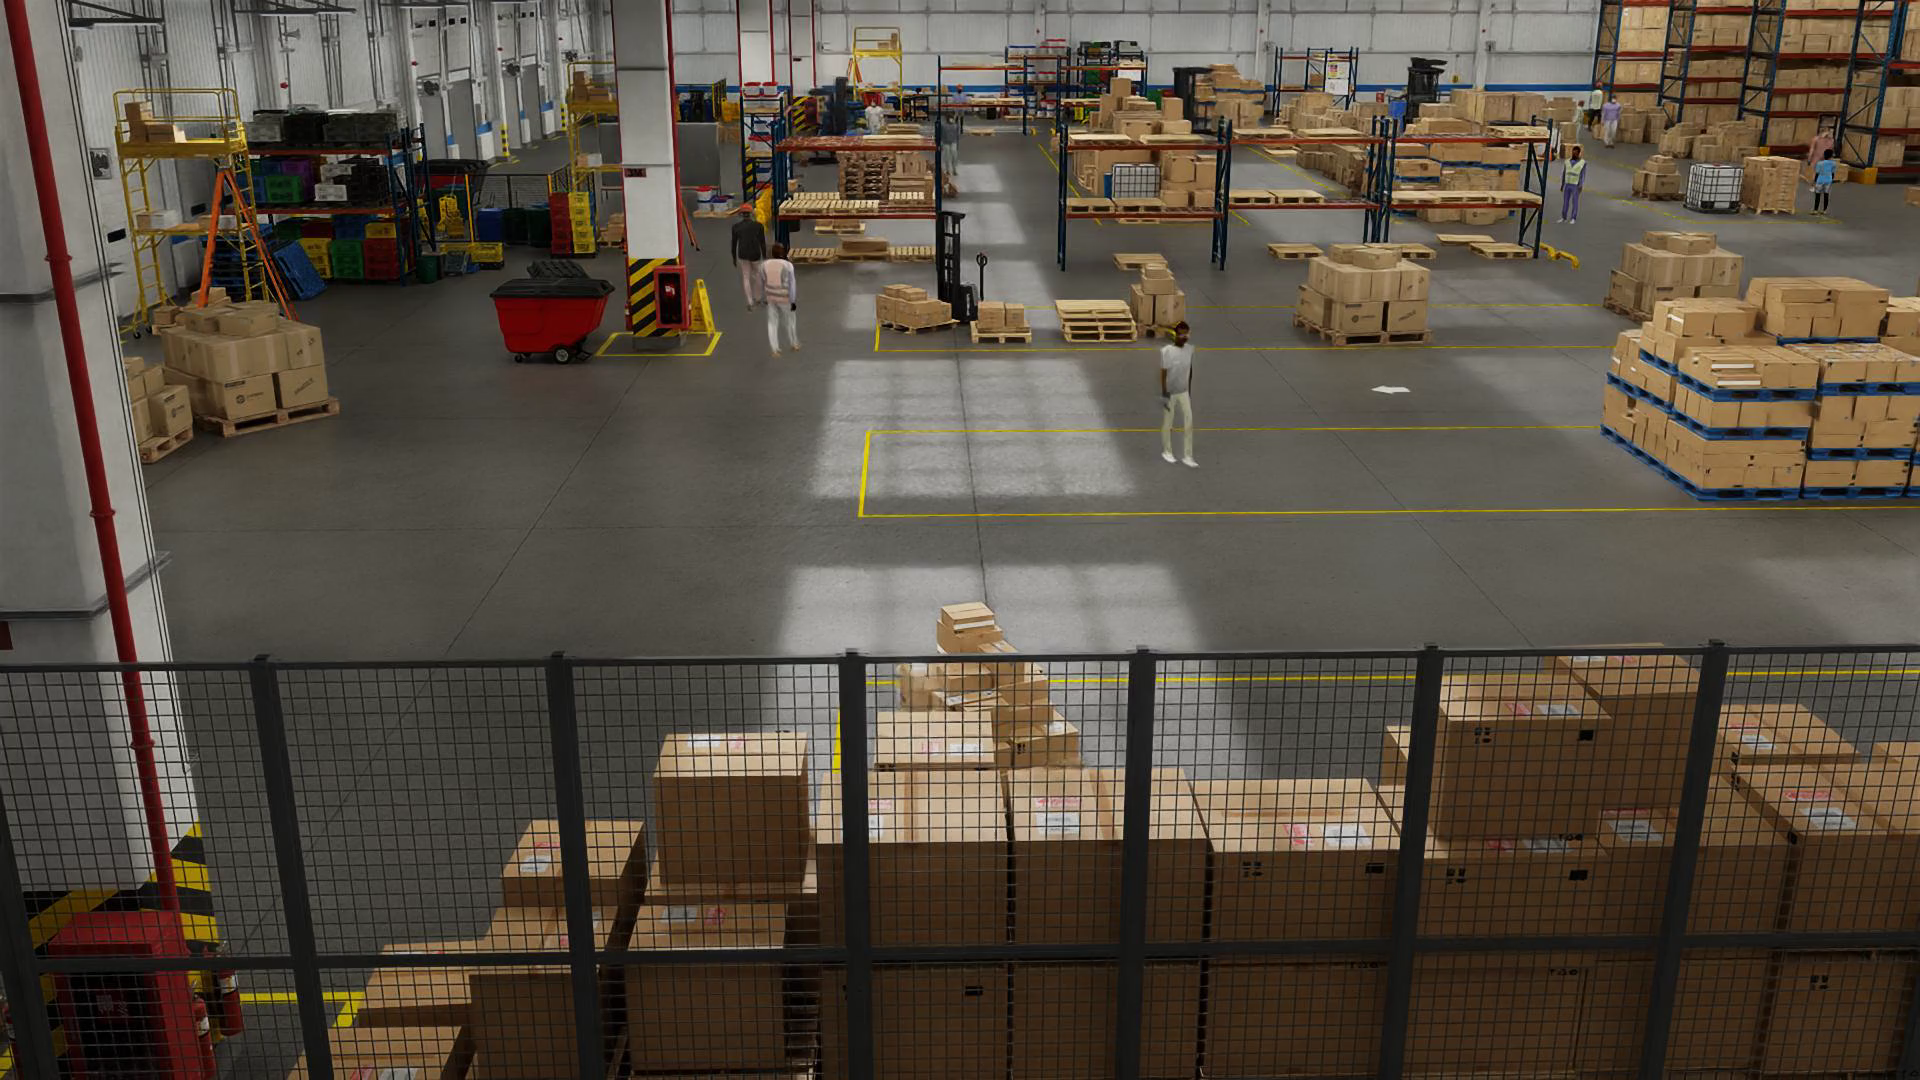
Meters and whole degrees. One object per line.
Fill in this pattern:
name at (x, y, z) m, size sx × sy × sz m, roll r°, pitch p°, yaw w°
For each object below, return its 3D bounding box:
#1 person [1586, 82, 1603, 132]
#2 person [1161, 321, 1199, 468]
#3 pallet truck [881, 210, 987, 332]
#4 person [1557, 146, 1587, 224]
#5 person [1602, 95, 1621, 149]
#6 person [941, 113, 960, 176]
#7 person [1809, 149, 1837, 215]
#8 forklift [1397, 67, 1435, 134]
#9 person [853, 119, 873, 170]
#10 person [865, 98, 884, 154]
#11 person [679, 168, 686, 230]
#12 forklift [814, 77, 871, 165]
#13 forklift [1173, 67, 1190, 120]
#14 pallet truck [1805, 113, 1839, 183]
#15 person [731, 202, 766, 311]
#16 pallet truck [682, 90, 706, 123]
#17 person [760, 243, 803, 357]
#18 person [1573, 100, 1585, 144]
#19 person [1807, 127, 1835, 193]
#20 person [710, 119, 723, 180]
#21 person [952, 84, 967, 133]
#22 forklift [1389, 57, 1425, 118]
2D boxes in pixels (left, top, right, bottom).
person at (25.719, -17.445, 67.062) m, size 0.821 × 1.942 × 0.618 m, roll -10°, pitch 21°, yaw -26°
person at (2.755, -1.812, 20.850) m, size 0.523 × 1.842 × 0.798 m, roll -6°, pitch 20°, yaw -18°
pallet truck at (-0.493, -4.759, 29.349) m, size 1.885 × 1.965 × 0.823 m, roll -13°, pitch 23°, yaw -34°
person at (15.423, -8.939, 41.869) m, size 0.391 × 1.922 × 0.593 m, roll -17°, pitch 25°, yaw -41°
person at (23.682, -15.199, 60.452) m, size 0.652 × 1.906 × 0.812 m, roll 2°, pitch 19°, yaw 6°
person at (-0.297, -12.333, 51.967) m, size 0.635 × 1.909 × 0.865 m, roll -3°, pitch 19°, yaw -9°
person at (22.520, -9.330, 43.373) m, size 0.535 × 1.697 × 0.318 m, roll -1°, pitch 19°, yaw -3°
forklift at (16.955, -16.071, 61.546) m, size 1.129 × 2.768 × 1.873 m, roll -1°, pitch 19°, yaw -2°
person at (-3.112, -12.522, 52.841) m, size 0.896 × 1.695 × 0.500 m, roll -10°, pitch 21°, yaw -26°
person at (-3.014, -14.620, 58.749) m, size 0.651 × 1.920 × 0.522 m, roll -3°, pitch 19°, yaw -9°
person at (-6.993, -8.539, 40.755) m, size 0.443 × 1.880 × 0.623 m, roll 12°, pitch 22°, yaw 31°
forklift at (-3.904, -13.911, 55.138) m, size 1.873 × 2.768 × 1.129 m, roll -1°, pitch 19°, yaw -1°
forklift at (8.060, -15.894, 61.021) m, size 1.873 × 2.768 × 1.129 m, roll -4°, pitch 19°, yaw -11°
pallet truck at (26.403, -11.957, 50.702) m, size 0.823 × 1.965 × 1.885 m, roll 6°, pitch 19°, yaw 16°
person at (-3.930, -5.309, 31.017) m, size 0.654 × 1.964 × 0.850 m, roll -2°, pitch 19°, yaw -5°
pallet truck at (-9.671, -15.907, 62.421) m, size 0.823 × 1.965 × 1.885 m, roll 5°, pitch 19°, yaw 15°
person at (-2.896, -3.951, 27.231) m, size 0.661 × 1.811 × 0.833 m, roll 7°, pitch 20°, yaw 20°
person at (22.957, -15.526, 61.873) m, size 0.389 × 1.615 × 0.534 m, roll 9°, pitch 21°, yaw 25°
person at (24.766, -10.884, 47.724) m, size 0.673 × 1.855 × 0.960 m, roll -1°, pitch 19°, yaw -3°
person at (-7.544, -11.920, 50.854) m, size 0.554 × 1.830 × 0.514 m, roll -17°, pitch 25°, yaw -41°
person at (-0.003, -17.247, 66.507) m, size 0.568 × 1.924 × 0.461 m, roll -4°, pitch 19°, yaw -12°
forklift at (18.821, -18.496, 68.742) m, size 1.873 × 2.768 × 1.129 m, roll -1°, pitch 19°, yaw -1°
